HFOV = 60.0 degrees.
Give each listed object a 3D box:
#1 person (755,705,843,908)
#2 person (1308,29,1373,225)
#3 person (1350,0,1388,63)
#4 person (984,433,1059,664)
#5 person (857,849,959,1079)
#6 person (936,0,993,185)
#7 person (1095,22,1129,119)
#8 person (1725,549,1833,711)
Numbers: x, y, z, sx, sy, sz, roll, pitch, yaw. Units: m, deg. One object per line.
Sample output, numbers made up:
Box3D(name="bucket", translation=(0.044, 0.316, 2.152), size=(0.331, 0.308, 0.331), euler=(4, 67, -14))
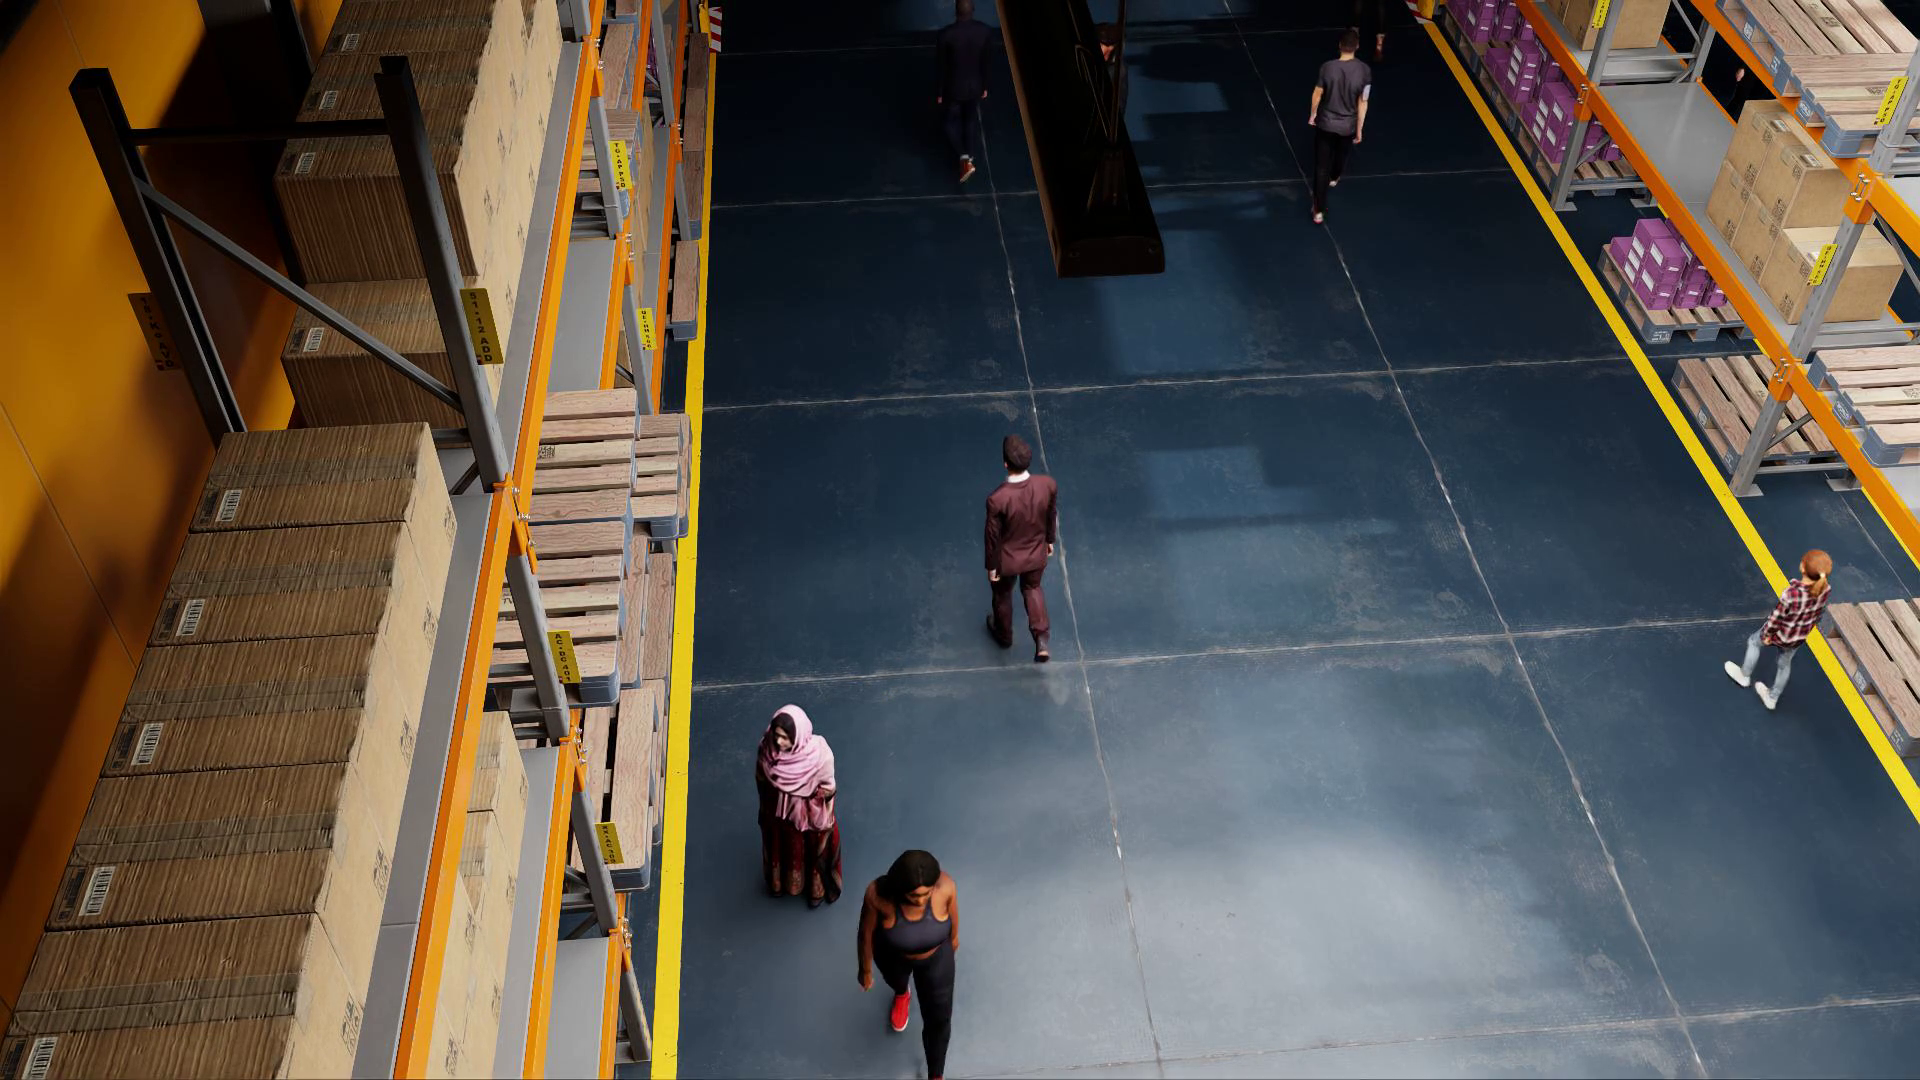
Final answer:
Box3D(name="person", translation=(-0.931, 1.512, 9.537), size=(0.742, 1.639, 0.732), euler=(12, 45, 12))
Box3D(name="person", translation=(3.361, -3.652, 14.901), size=(0.834, 1.717, 1.172), euler=(7, 44, 7))
Box3D(name="person", translation=(4.322, -5.835, 17.134), size=(0.631, 1.797, 1.110), euler=(-2, 44, -2))
Box3D(name="person", translation=(0.418, 0.125, 10.840), size=(0.853, 1.849, 1.029), euler=(-16, 46, -16))
Box3D(name="person", translation=(-0.261, 2.106, 8.817), size=(0.722, 1.771, 1.121), euler=(-4, 44, -4))
Box3D(name="person", translation=(0.044, -4.107, 15.313), size=(0.853, 1.806, 0.982), euler=(-16, 46, -16))
Box3D(name="person", translation=(1.282, -3.872, 15.088), size=(0.724, 1.778, 0.762), euler=(23, 48, 22))
Box3D(name="person", translation=(5.378, 0.615, 10.731), size=(0.543, 1.290, 0.641), euler=(-4, 44, -4))
